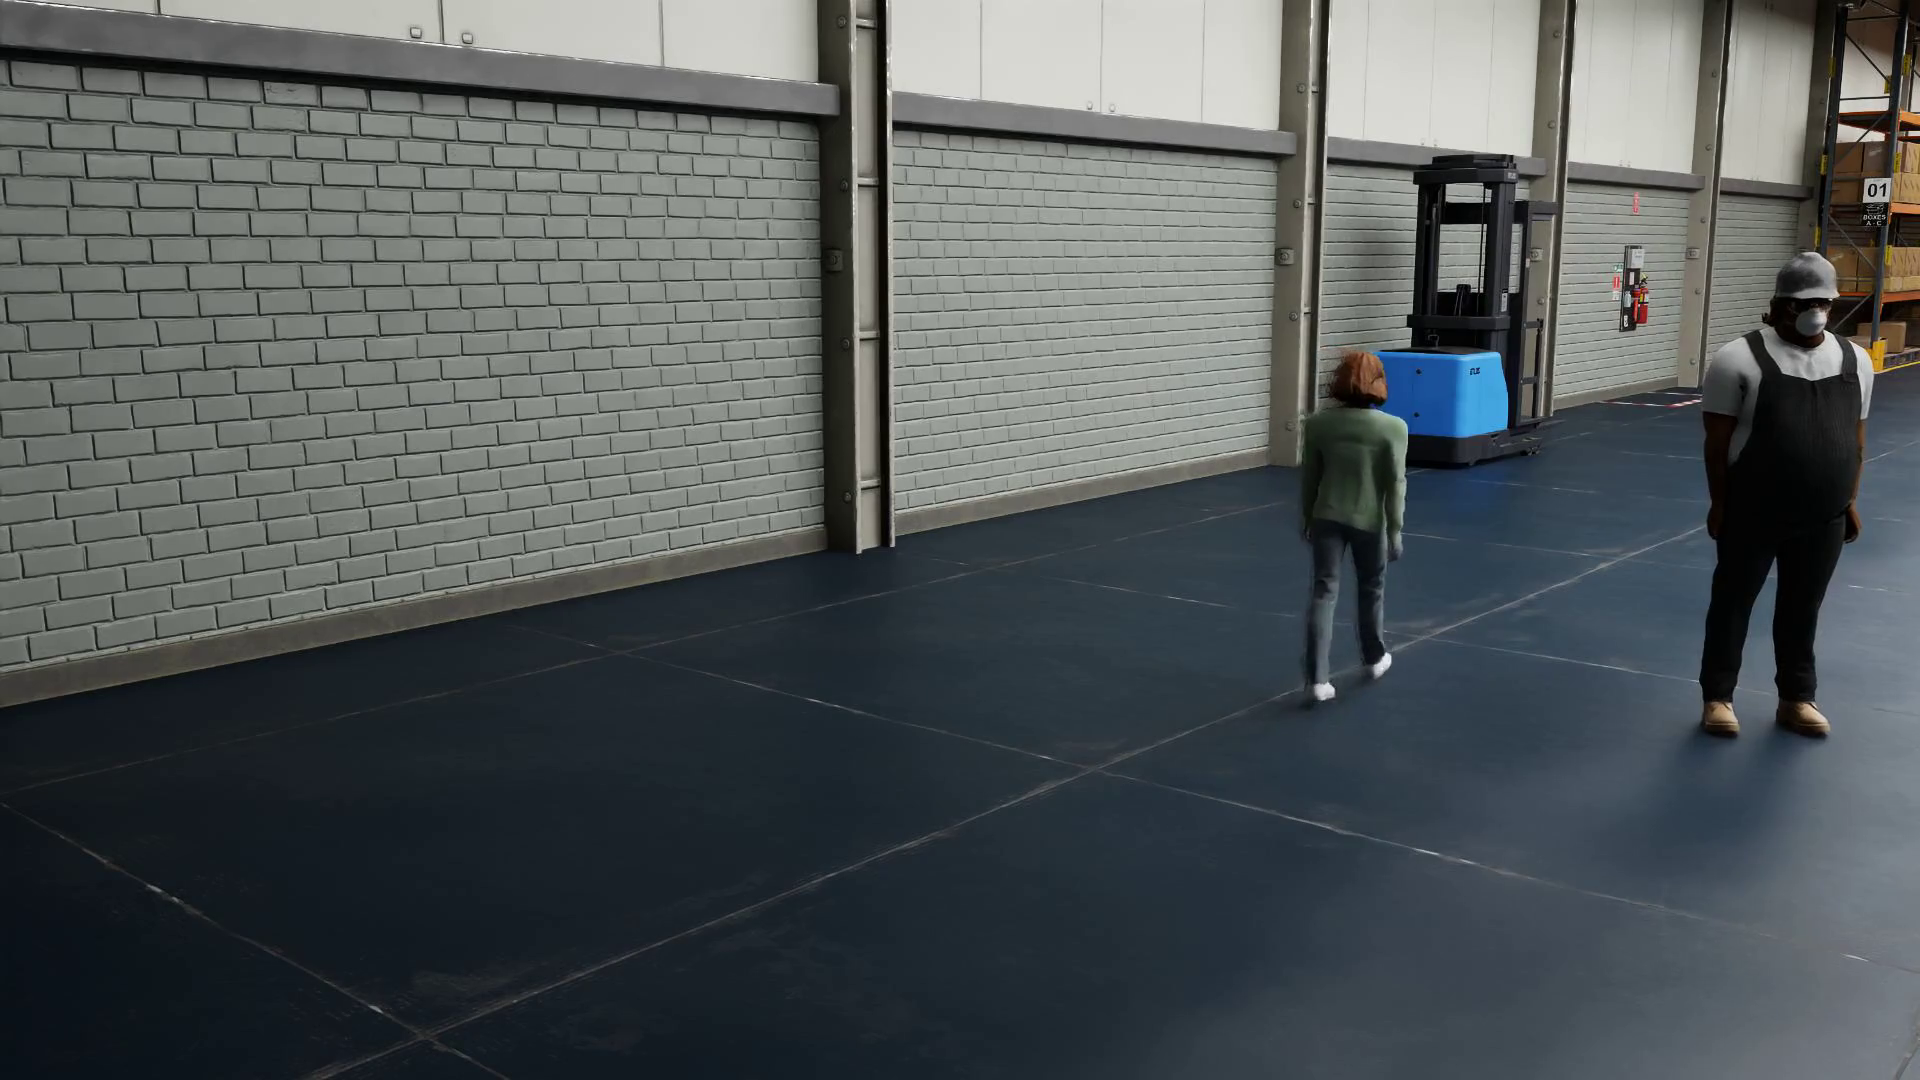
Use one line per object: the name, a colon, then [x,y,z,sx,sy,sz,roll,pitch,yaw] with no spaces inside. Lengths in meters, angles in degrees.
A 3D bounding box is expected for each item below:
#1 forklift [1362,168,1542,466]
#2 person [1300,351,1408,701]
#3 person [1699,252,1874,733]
forklift: [4.875,-2.212,16.287,1.129,2.768,1.873,8,13,40]
person: [1.815,-0.079,7.692,0.515,1.582,0.847,6,11,30]
person: [3.504,-0.165,7.018,0.683,2.000,0.536,0,10,1]
